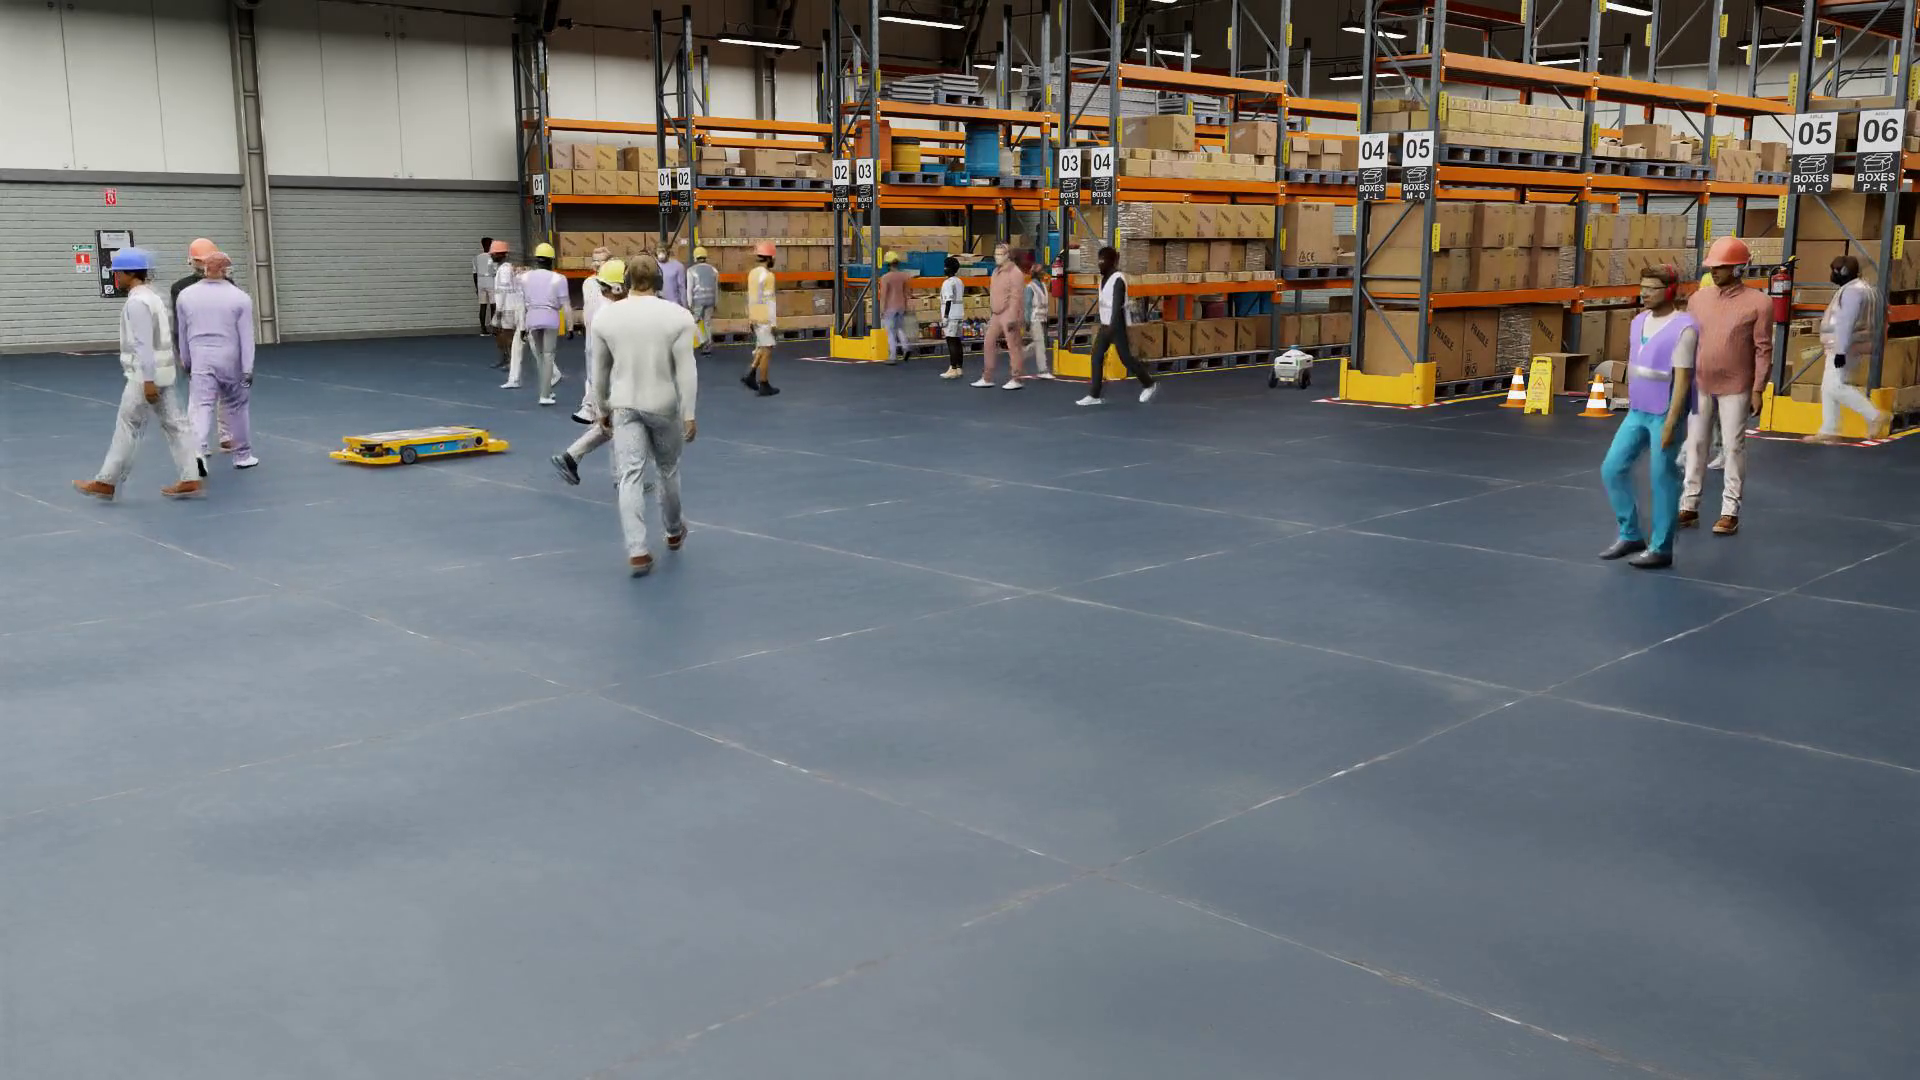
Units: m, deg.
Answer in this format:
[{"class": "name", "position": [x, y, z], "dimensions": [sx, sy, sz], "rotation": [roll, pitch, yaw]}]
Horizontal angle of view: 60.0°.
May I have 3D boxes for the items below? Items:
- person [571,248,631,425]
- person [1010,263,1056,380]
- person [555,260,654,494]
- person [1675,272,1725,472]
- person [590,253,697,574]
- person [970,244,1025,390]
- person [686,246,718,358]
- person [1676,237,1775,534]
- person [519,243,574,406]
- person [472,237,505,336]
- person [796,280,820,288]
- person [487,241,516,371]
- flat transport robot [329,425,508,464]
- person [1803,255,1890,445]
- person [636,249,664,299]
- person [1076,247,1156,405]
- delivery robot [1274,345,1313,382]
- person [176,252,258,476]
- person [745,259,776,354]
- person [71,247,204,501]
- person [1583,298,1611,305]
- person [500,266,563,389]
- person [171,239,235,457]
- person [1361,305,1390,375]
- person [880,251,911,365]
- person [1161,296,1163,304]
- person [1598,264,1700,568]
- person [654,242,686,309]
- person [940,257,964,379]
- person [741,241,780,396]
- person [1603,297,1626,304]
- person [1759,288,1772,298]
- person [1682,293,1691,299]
[{"class": "person", "position": [-3.762, -2.149, 17.621], "dimensions": [0.659, 1.857, 0.970], "rotation": [3, 11, 17]}, {"class": "person", "position": [1.028, -3.088, 23.410], "dimensions": [0.696, 1.619, 0.517], "rotation": [5, 12, 27]}, {"class": "person", "position": [-2.765, -1.252, 12.875], "dimensions": [0.650, 1.813, 0.601], "rotation": [-4, 11, -23]}, {"class": "person", "position": [6.338, -1.426, 14.138], "dimensions": [0.915, 1.687, 0.506], "rotation": [-5, 12, -26]}, {"class": "person", "position": [-1.912, -0.795, 10.169], "dimensions": [0.658, 1.885, 1.000], "rotation": [0, 10, -1]}, {"class": "person", "position": [0.482, -2.879, 21.548], "dimensions": [0.814, 1.876, 0.680], "rotation": [-6, 12, -31]}, {"class": "person", "position": [-4.254, -3.917, 27.404], "dimensions": [0.599, 1.822, 0.419], "rotation": [-7, 13, -35]}, {"class": "person", "position": [5.144, -1.044, 11.260], "dimensions": [0.392, 1.989, 0.610], "rotation": [-8, 13, -38]}, {"class": "person", "position": [-4.916, -2.578, 19.882], "dimensions": [0.613, 1.889, 0.849], "rotation": [2, 11, 9]}, {"class": "person", "position": [-9.397, -5.043, 33.134], "dimensions": [0.610, 1.962, 0.365], "rotation": [4, 11, 20]}, {"class": "person", "position": [-3.212, -5.213, 34.412], "dimensions": [0.551, 1.834, 0.859], "rotation": [9, 14, 40]}, {"class": "person", "position": [-6.814, -3.454, 24.615], "dimensions": [0.577, 1.919, 0.544], "rotation": [-4, 11, -21]}, {"class": "flat transport robot", "position": [-4.919, -0.876, 15.150], "dimensions": [0.652, 0.197, 1.431], "rotation": [8, 13, 39]}, {"class": "person", "position": [8.498, -1.800, 15.859], "dimensions": [0.615, 1.819, 0.634], "rotation": [5, 11, 24]}, {"class": "person", "position": [-4.141, -2.909, 21.925], "dimensions": [0.501, 1.818, 0.994], "rotation": [1, 10, 4]}, {"class": "person", "position": [1.908, -2.565, 19.910], "dimensions": [0.975, 1.880, 0.602], "rotation": [-4, 11, -21]}, {"class": "delivery robot", "position": [4.453, -2.354, 22.178], "dimensions": [0.477, 0.478, 0.707], "rotation": [6, 12, 28]}, {"class": "person", "position": [-6.299, -1.494, 14.075], "dimensions": [0.683, 1.871, 0.939], "rotation": [-1, 10, -6]}, {"class": "person", "position": [-3.321, -3.916, 27.961], "dimensions": [0.691, 1.608, 0.507], "rotation": [10, 14, 43]}, {"class": "person", "position": [-6.274, -1.247, 12.598], "dimensions": [0.969, 1.897, 0.636], "rotation": [-2, 11, -11]}, {"class": "person", "position": [11.136, -4.266, 29.298], "dimensions": [0.605, 1.814, 0.434], "rotation": [8, 13, 39]}, {"class": "person", "position": [-5.663, -2.810, 21.937], "dimensions": [0.786, 1.608, 0.513], "rotation": [-9, 14, -40]}, {"class": "person", "position": [-6.842, -1.743, 15.166], "dimensions": [0.500, 1.973, 0.624], "rotation": [8, 13, 36]}, {"class": "person", "position": [5.832, -3.083, 22.902], "dimensions": [0.898, 1.801, 0.516], "rotation": [-3, 11, -15]}, {"class": "person", "position": [-1.025, -3.591, 25.785], "dimensions": [0.549, 1.751, 0.395], "rotation": [-10, 14, -43]}, {"class": "person", "position": [4.793, -5.899, 37.989], "dimensions": [0.591, 1.908, 0.706], "rotation": [9, 14, 41]}, {"class": "person", "position": [4.132, -0.736, 10.010], "dimensions": [0.567, 1.823, 0.613], "rotation": [-2, 11, -13]}, {"class": "person", "position": [-4.459, -3.514, 24.989], "dimensions": [0.648, 1.892, 0.984], "rotation": [0, 10, -2]}, {"class": "person", "position": [-0.116, -3.131, 23.442], "dimensions": [0.316, 1.695, 0.542], "rotation": [4, 11, 21]}, {"class": "person", "position": [-2.455, -2.777, 20.891], "dimensions": [0.430, 1.920, 0.577], "rotation": [-7, 13, -35]}, {"class": "person", "position": [11.808, -4.425, 30.119], "dimensions": [0.879, 1.857, 0.573], "rotation": [-8, 13, -38]}, {"class": "person", "position": [17.556, -5.564, 35.834], "dimensions": [0.623, 2.020, 0.861], "rotation": [-1, 10, -5]}, {"class": "person", "position": [13.740, -4.626, 30.938], "dimensions": [0.633, 1.936, 0.355], "rotation": [9, 14, 41]}]
